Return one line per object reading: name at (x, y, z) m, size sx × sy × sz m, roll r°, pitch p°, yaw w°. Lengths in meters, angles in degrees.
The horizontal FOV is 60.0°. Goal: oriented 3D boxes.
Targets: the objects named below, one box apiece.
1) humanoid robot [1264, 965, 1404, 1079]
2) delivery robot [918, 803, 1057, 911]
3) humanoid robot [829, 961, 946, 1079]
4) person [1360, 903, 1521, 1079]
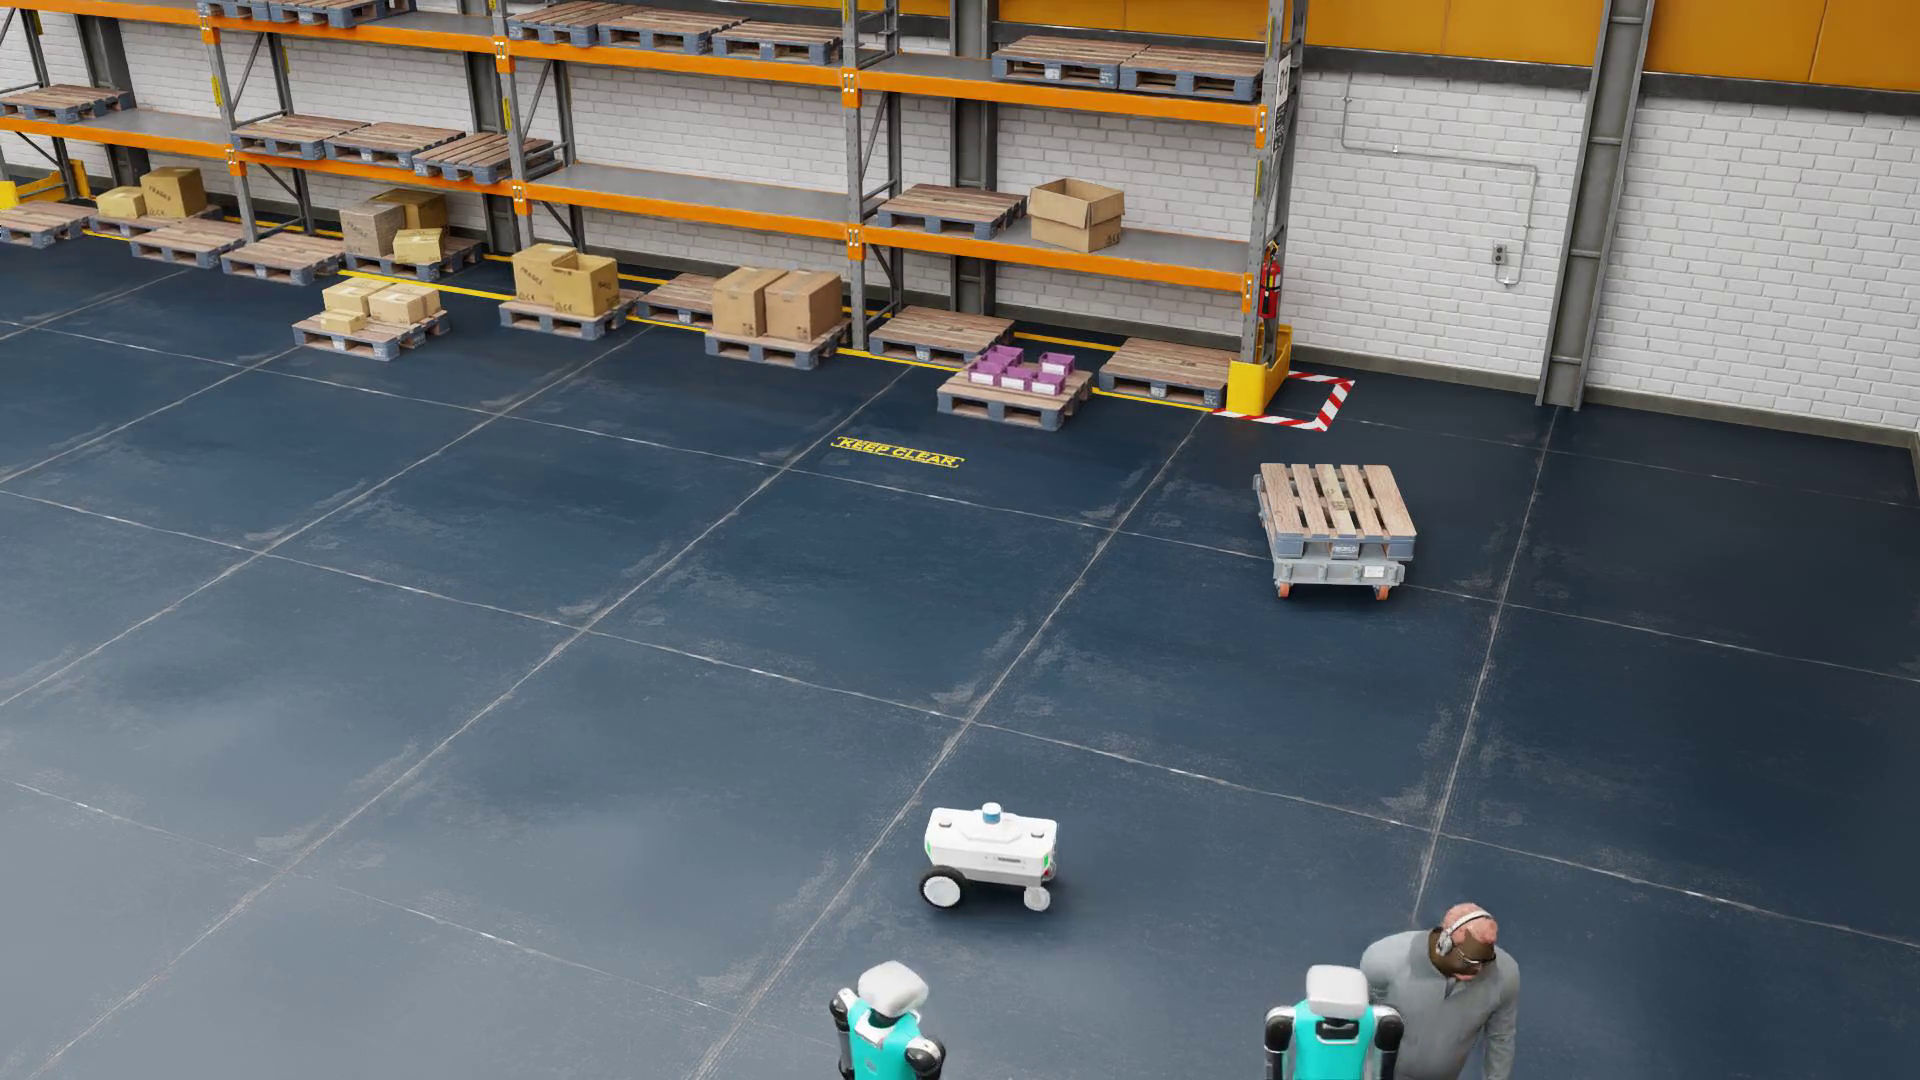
humanoid robot at (1.436, 2.533, 6.408) m, size 0.535 × 1.759 × 0.784 m, roll 0°, pitch 27°, yaw 0°
delivery robot at (0.149, 1.741, 9.263) m, size 0.807 × 0.613 × 0.499 m, roll 5°, pitch 28°, yaw 9°
humanoid robot at (-0.065, 2.322, 6.885) m, size 0.530 × 1.782 × 1.023 m, roll 21°, pitch 34°, yaw 35°
person at (1.940, 2.210, 6.936) m, size 0.655 × 1.835 × 0.963 m, roll -2°, pitch 27°, yaw -5°
